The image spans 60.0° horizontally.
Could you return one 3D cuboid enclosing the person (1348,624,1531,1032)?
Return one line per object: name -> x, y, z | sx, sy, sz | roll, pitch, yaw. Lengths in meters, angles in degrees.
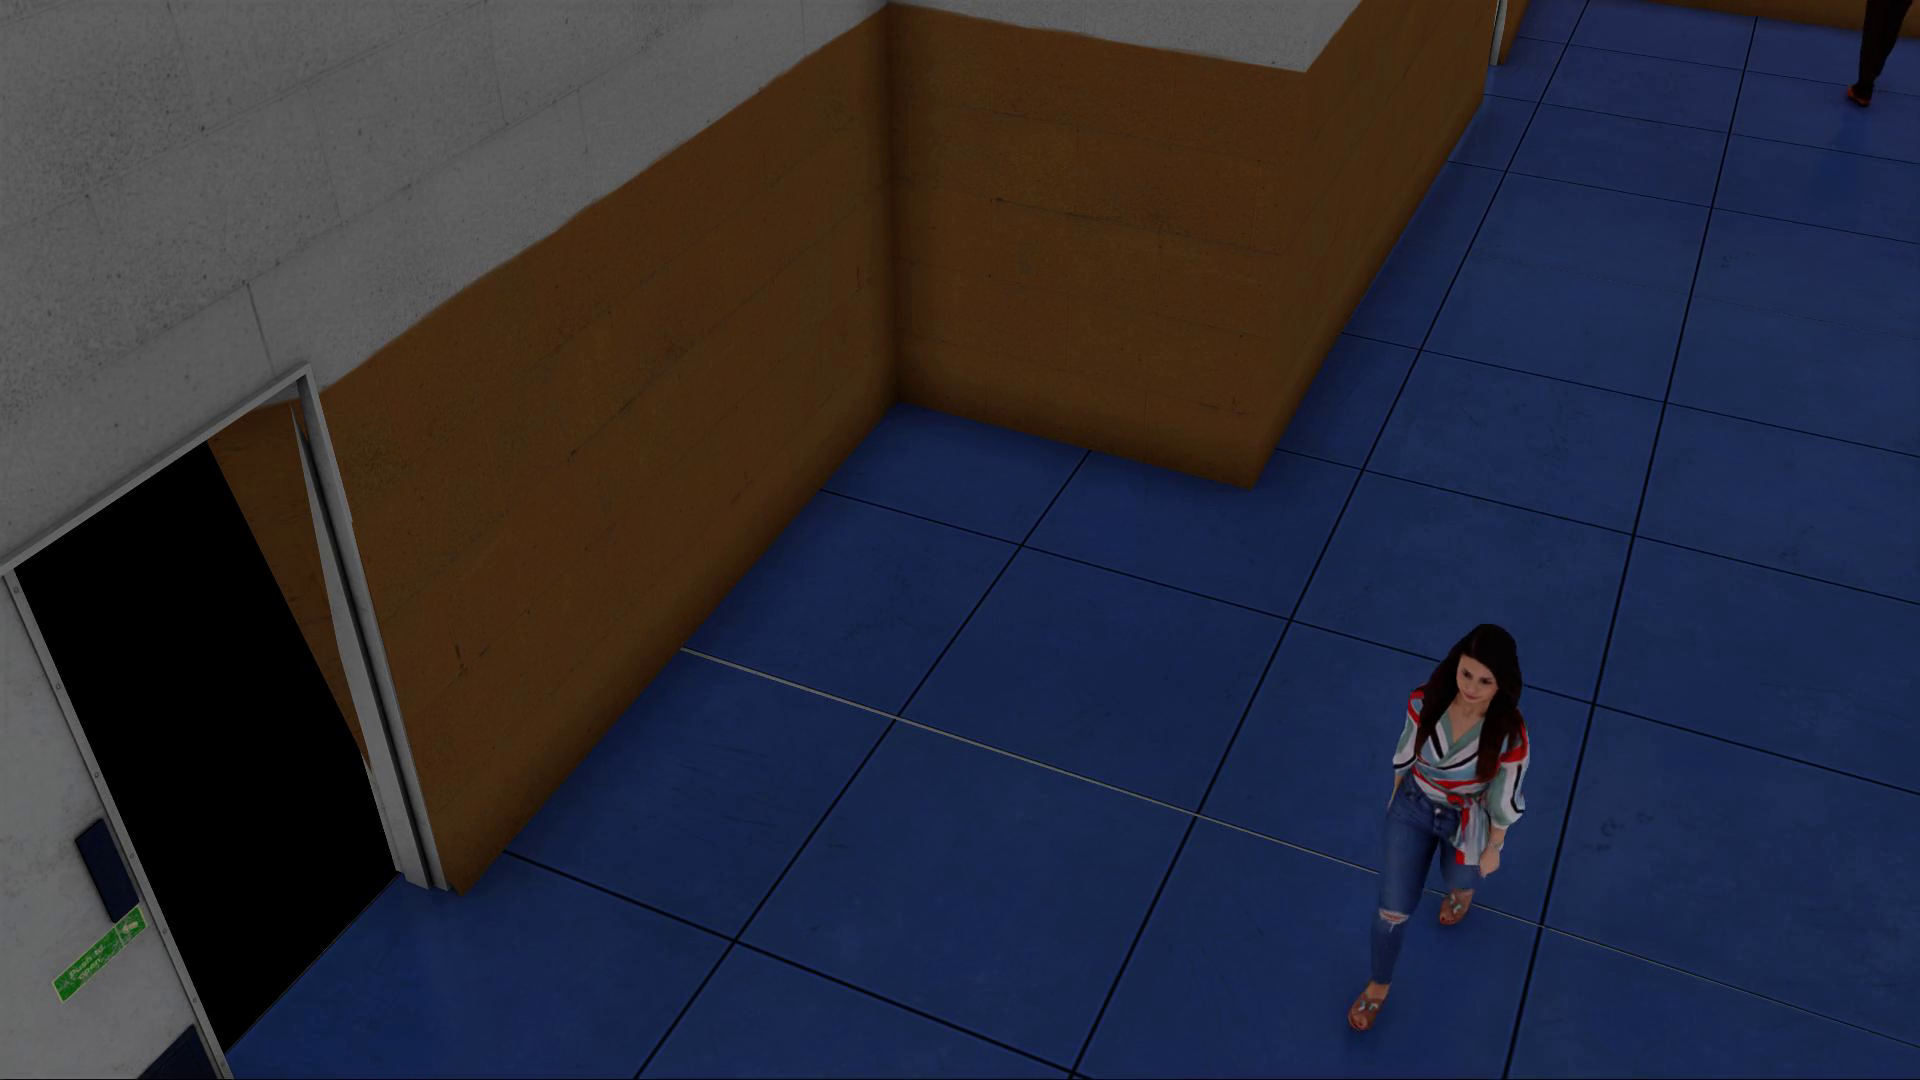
person -> 1.665, 0.890, 5.559 | 1.040, 1.576, 0.778 | 22, 42, 27
